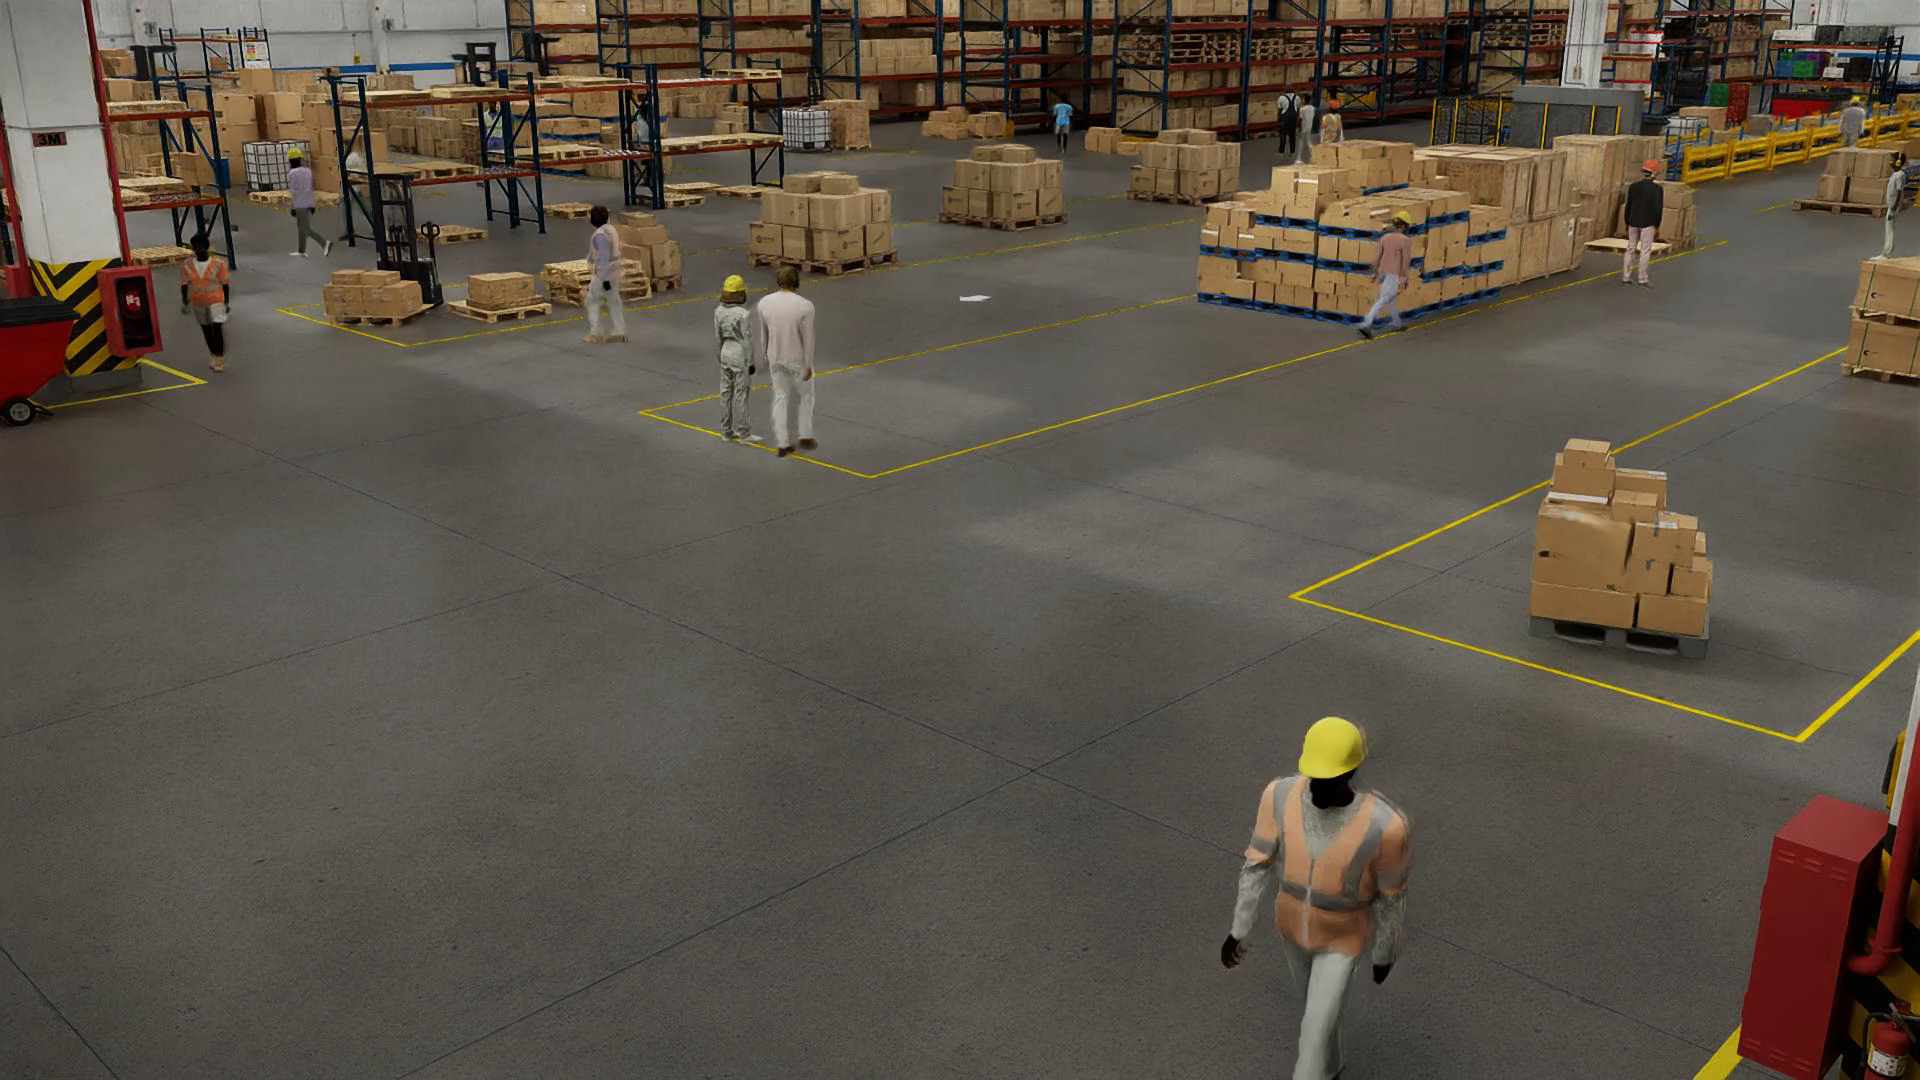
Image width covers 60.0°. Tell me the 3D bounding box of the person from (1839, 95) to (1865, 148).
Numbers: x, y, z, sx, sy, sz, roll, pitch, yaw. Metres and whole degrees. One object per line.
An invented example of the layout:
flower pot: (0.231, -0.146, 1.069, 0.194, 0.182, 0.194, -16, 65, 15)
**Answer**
person: (23.725, -10.900, 44.276, 0.618, 1.818, 0.431, 16, 24, 39)

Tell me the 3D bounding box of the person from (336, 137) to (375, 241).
person: (-11.366, -6.609, 31.231, 0.629, 1.906, 0.926, 8, 20, 22)

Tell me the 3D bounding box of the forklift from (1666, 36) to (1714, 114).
forklift: (27.341, -17.291, 61.877, 1.129, 2.768, 1.873, 17, 25, 41)

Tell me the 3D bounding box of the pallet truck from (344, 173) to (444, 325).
pallet truck: (-8.209, -4.181, 23.757, 0.823, 1.965, 1.885, 3, 19, 9)

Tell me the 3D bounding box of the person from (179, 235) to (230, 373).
person: (-9.230, -2.873, 20.335, 0.550, 1.670, 0.768, -2, 18, -6)

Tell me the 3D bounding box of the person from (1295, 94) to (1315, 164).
person: (9.292, -10.984, 44.489, 0.528, 1.851, 0.698, -7, 19, -19)

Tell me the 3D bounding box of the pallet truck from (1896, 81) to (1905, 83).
pallet truck: (34.802, -16.331, 61.455, 0.653, 1.274, 1.630, 17, 25, 41)

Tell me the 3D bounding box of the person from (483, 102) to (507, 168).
person: (-11.561, -9.996, 41.399, 0.596, 1.918, 0.379, -1, 18, -3)

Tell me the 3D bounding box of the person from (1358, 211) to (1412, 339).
person: (5.774, -3.587, 22.463, 1.025, 1.686, 0.542, -11, 21, -30)

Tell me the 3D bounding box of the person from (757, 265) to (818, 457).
person: (-1.709, -1.815, 16.768, 0.641, 1.917, 0.659, 6, 19, 16)

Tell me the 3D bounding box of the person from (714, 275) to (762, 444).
person: (-2.301, -1.865, 17.178, 0.492, 1.743, 0.295, 13, 22, 35)

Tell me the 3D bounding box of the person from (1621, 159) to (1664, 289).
person: (10.723, -4.956, 26.098, 0.395, 1.993, 0.614, -12, 22, -32)

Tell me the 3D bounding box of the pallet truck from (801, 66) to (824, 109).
pallet truck: (-4.812, -15.182, 56.903, 0.823, 1.965, 1.885, -9, 21, -26)

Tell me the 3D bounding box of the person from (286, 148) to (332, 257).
person: (-11.419, -5.874, 29.017, 0.814, 1.900, 0.596, 3, 19, 9)

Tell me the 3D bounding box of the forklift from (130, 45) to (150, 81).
forklift: (-25.517, -14.043, 52.092, 1.873, 2.768, 1.129, -9, 20, -25)

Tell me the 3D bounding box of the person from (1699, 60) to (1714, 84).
person: (28.892, -17.657, 64.543, 1.034, 1.890, 0.651, -9, 20, -25)

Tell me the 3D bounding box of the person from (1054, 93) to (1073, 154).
person: (2.961, -11.896, 47.513, 0.550, 1.664, 0.764, 2, 19, 7)

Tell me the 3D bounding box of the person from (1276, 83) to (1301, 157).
person: (9.152, -11.786, 46.605, 0.682, 2.000, 0.536, -5, 19, -14)

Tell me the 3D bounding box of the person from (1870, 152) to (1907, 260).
person: (15.951, -5.685, 28.489, 0.334, 1.873, 0.521, 8, 20, 22)

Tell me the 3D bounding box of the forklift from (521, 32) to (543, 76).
forklift: (-17.247, -19.051, 67.179, 1.129, 2.768, 1.873, 17, 25, 41)

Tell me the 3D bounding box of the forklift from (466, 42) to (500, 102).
forklift: (-15.799, -15.111, 55.310, 1.873, 2.768, 1.129, 17, 25, 41)

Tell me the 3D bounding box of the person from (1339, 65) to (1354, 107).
person: (15.345, -18.047, 66.154, 0.516, 1.594, 0.803, -5, 19, -14)

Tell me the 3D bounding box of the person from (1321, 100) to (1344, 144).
person: (9.293, -9.958, 41.336, 0.550, 1.887, 0.975, -11, 21, -30)

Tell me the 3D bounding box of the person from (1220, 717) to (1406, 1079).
person: (1.404, 1.572, 6.617, 0.609, 1.876, 1.005, 14, 23, 36)

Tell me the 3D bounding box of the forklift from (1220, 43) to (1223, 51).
forklift: (8.322, -15.262, 55.763, 1.129, 2.768, 1.873, 17, 25, 41)

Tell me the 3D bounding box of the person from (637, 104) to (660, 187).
person: (-7.397, -9.386, 39.514, 0.629, 1.949, 0.682, 17, 25, 41)

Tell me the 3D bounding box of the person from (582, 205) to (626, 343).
person: (-4.793, -3.511, 22.015, 0.707, 1.816, 0.645, 2, 18, 5)
